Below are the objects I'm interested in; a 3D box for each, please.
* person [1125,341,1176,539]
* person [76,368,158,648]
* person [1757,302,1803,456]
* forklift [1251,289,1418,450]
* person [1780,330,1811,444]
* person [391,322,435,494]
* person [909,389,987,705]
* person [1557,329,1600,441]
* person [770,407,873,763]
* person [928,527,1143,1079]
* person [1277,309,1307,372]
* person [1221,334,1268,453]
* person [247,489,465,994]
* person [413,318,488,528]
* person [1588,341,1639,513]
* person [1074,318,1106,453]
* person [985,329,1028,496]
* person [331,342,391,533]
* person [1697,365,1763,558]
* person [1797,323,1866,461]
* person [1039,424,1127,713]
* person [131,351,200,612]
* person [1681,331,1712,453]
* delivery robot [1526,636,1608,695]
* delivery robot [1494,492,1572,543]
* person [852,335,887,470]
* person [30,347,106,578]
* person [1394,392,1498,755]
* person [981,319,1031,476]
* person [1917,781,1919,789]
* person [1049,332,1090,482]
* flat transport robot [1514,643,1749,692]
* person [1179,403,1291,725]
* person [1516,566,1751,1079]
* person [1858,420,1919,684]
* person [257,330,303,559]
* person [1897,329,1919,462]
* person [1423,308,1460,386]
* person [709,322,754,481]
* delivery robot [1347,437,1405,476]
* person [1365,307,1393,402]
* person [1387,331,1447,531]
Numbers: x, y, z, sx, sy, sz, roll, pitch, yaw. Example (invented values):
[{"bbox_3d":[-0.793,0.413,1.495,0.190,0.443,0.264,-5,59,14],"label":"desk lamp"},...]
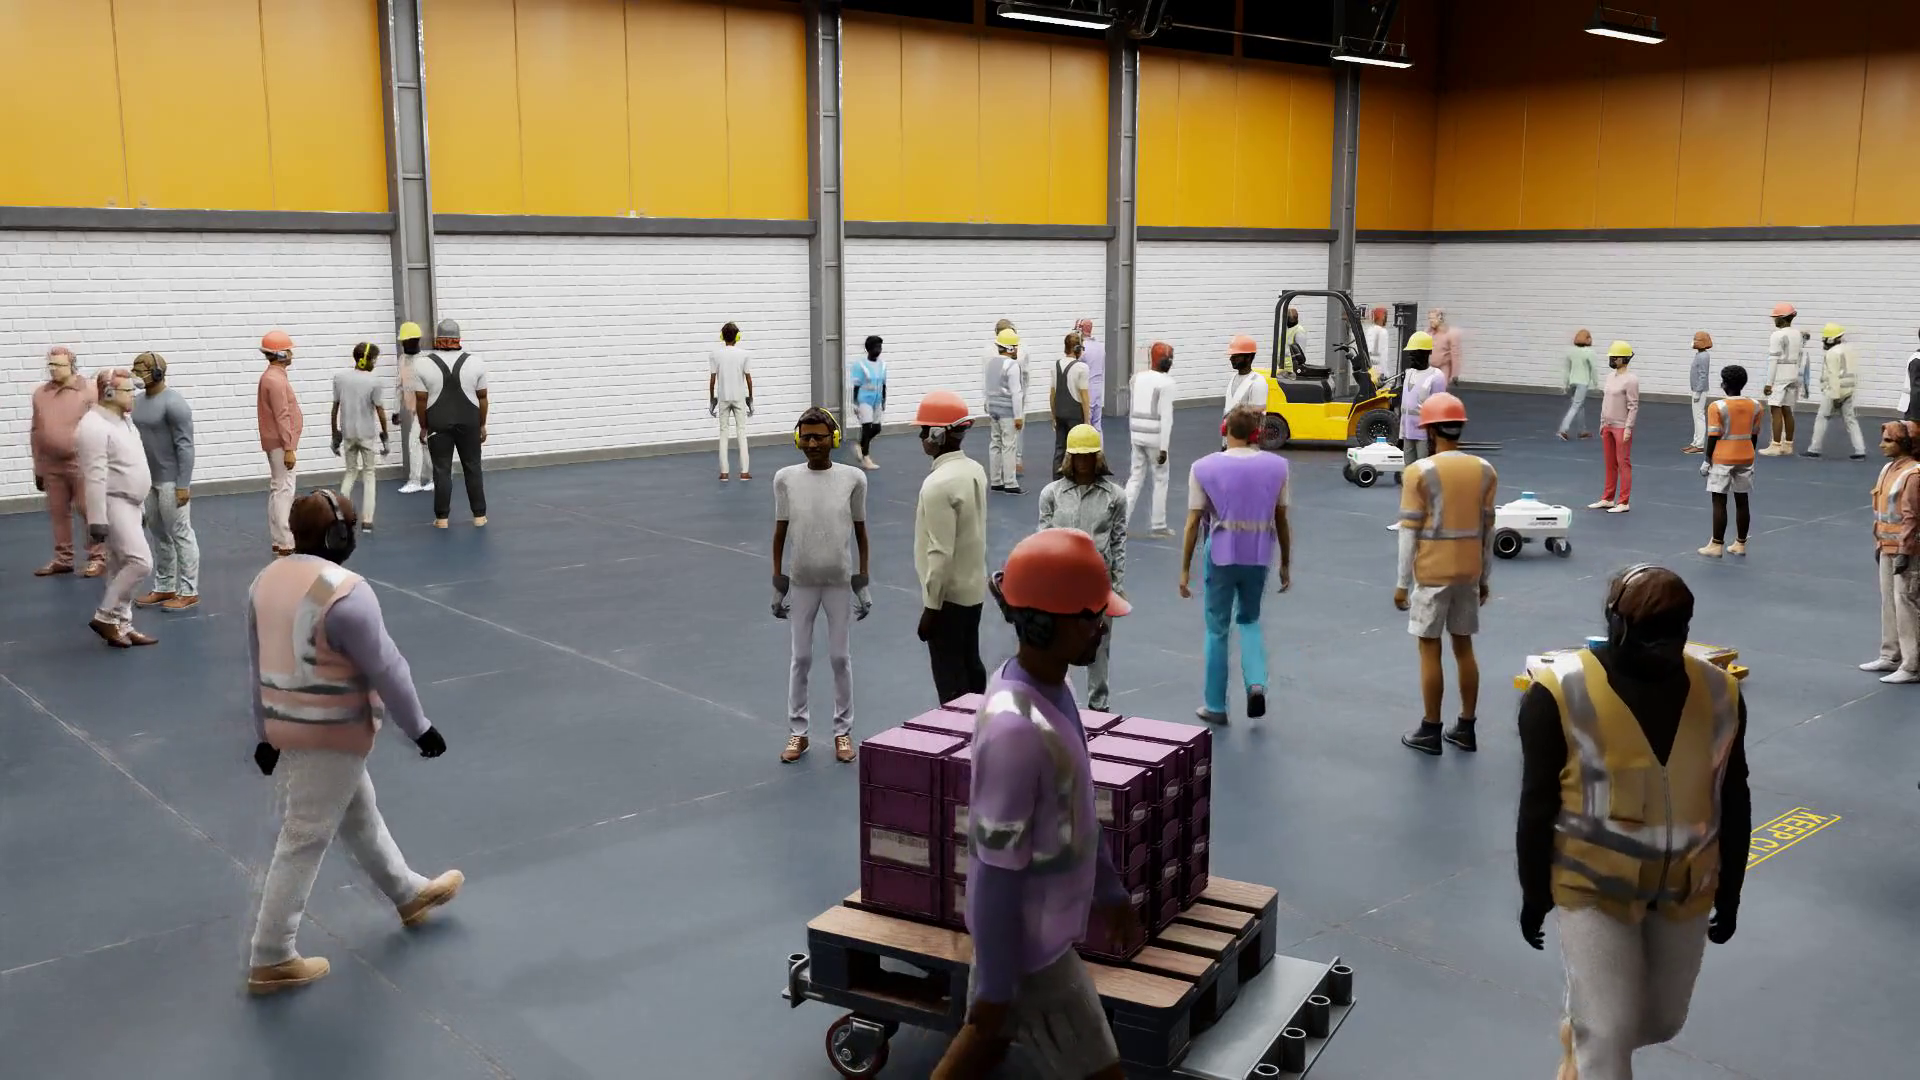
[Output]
[{"bbox_3d":[1.722,-0.914,15.477,0.703,1.857,0.596,-8,13,-39],"label":"person"},{"bbox_3d":[-5.602,-0.201,11.142,0.432,1.890,0.666,-2,10,-10],"label":"person"},{"bbox_3d":[10.845,-2.120,21.998,0.601,2.036,0.418,-7,12,-35],"label":"person"},{"bbox_3d":[5.034,-2.339,22.783,2.313,2.155,1.214,3,10,16],"label":"forklift"},{"bbox_3d":[11.440,-2.059,22.807,0.532,1.611,0.617,-3,10,-18],"label":"person"},{"bbox_3d":[-6.107,-1.464,18.511,0.600,1.891,0.799,7,12,35],"label":"person"},{"bbox_3d":[-0.062,0.260,8.146,0.396,1.993,0.617,4,10,20],"label":"person"},{"bbox_3d":[8.839,-2.215,23.802,0.845,1.597,0.492,-5,11,-27],"label":"person"},{"bbox_3d":[-0.724,0.235,8.665,0.538,1.869,0.313,0,10,0],"label":"person"},{"bbox_3d":[0.242,0.947,4.158,1.052,1.987,0.611,1,10,5],"label":"person"},{"bbox_3d":[5.071,-2.634,25.567,0.429,1.837,0.621,-2,10,-12],"label":"person"},{"bbox_3d":[2.540,-0.892,15.061,0.354,1.939,0.545,-5,11,-25],"label":"person"},{"bbox_3d":[-2.284,0.705,6.169,0.637,1.785,0.982,9,13,41],"label":"person"},{"bbox_3d":[-4.952,-1.139,16.209,0.683,2.000,0.536,-4,10,-20],"label":"person"},{"bbox_3d":[6.771,-1.164,17.159,0.313,1.769,0.523,-2,10,-12],"label":"person"},{"bbox_3d":[1.516,-1.735,20.161,0.415,1.894,0.657,6,12,33],"label":"person"},{"bbox_3d":[0.516,-1.409,18.392,0.404,1.835,0.588,-6,11,-31],"label":"person"},{"bbox_3d":[-5.731,-0.965,15.842,0.607,1.825,0.402,1,10,5],"label":"person"},{"bbox_3d":[6.740,-0.685,14.560,0.532,1.696,0.319,-2,10,-14],"label":"person"},{"bbox_3d":[11.400,-1.904,21.516,0.611,1.775,0.793,-8,12,-38],"label":"person"},{"bbox_3d":[0.658,0.242,8.988,0.484,1.745,0.297,0,10,1],"label":"person"},{"bbox_3d":[-5.931,-0.435,12.382,0.629,1.940,0.379,6,12,33],"label":"person"},{"bbox_3d":[9.894,-1.979,22.306,0.280,1.636,0.501,3,10,18],"label":"person"},{"bbox_3d":[3.474,0.772,9.091,0.707,0.478,0.477,2,10,9],"label":"delivery robot"},{"bbox_3d":[4.997,-0.182,14.652,0.707,0.478,0.477,1,9,2],"label":"delivery robot"},{"bbox_3d":[-1.174,-1.721,20.667,0.519,1.674,0.562,9,13,43],"label":"person"},{"bbox_3d":[-7.336,-0.624,13.662,0.710,1.898,0.407,1,10,6],"label":"person"},{"bbox_3d":[2.570,0.173,8.900,0.551,1.918,0.441,-3,10,-18],"label":"person"},{"bbox_3d":[0.546,-1.692,19.859,0.646,1.892,0.731,-2,10,-12],"label":"person"},{"bbox_3d":[5.002,0.351,7.962,0.587,1.892,0.605,-2,10,-12],"label":"person"},{"bbox_3d":[1.166,-1.261,17.514,0.506,1.838,0.349,9,14,44],"label":"person"},{"bbox_3d":[4.103,0.783,10.127,1.431,0.197,0.652,-7,12,-34],"label":"flat transport robot"},{"bbox_3d":[1.537,0.146,9.319,0.672,1.819,0.439,-2,10,-9],"label":"person"},{"bbox_3d":[1.860,0.948,4.666,0.633,1.820,0.793,0,10,-2],"label":"person"},{"bbox_3d":[5.841,0.068,10.356,0.320,1.631,0.513,1,10,8],"label":"person"},{"bbox_3d":[-5.898,-0.825,14.498,0.378,1.996,0.612,-6,11,-30],"label":"person"},{"bbox_3d":[10.286,-1.355,17.834,0.392,1.919,0.591,8,12,39],"label":"person"},{"bbox_3d":[6.940,-2.441,24.337,0.756,1.869,0.655,-6,11,-29],"label":"person"},{"bbox_3d":[-2.690,-1.626,19.563,0.535,1.868,0.309,-1,10,-4],"label":"person"},{"bbox_3d":[4.839,-0.945,19.140,0.707,0.478,0.477,-1,10,-3],"label":"delivery robot"},{"bbox_3d":[6.333,-2.575,25.129,0.491,1.864,0.577,-4,10,-20],"label":"person"},{"bbox_3d":[4.343,-1.005,15.753,0.369,1.928,0.585,-4,10,-20],"label":"person"}]
